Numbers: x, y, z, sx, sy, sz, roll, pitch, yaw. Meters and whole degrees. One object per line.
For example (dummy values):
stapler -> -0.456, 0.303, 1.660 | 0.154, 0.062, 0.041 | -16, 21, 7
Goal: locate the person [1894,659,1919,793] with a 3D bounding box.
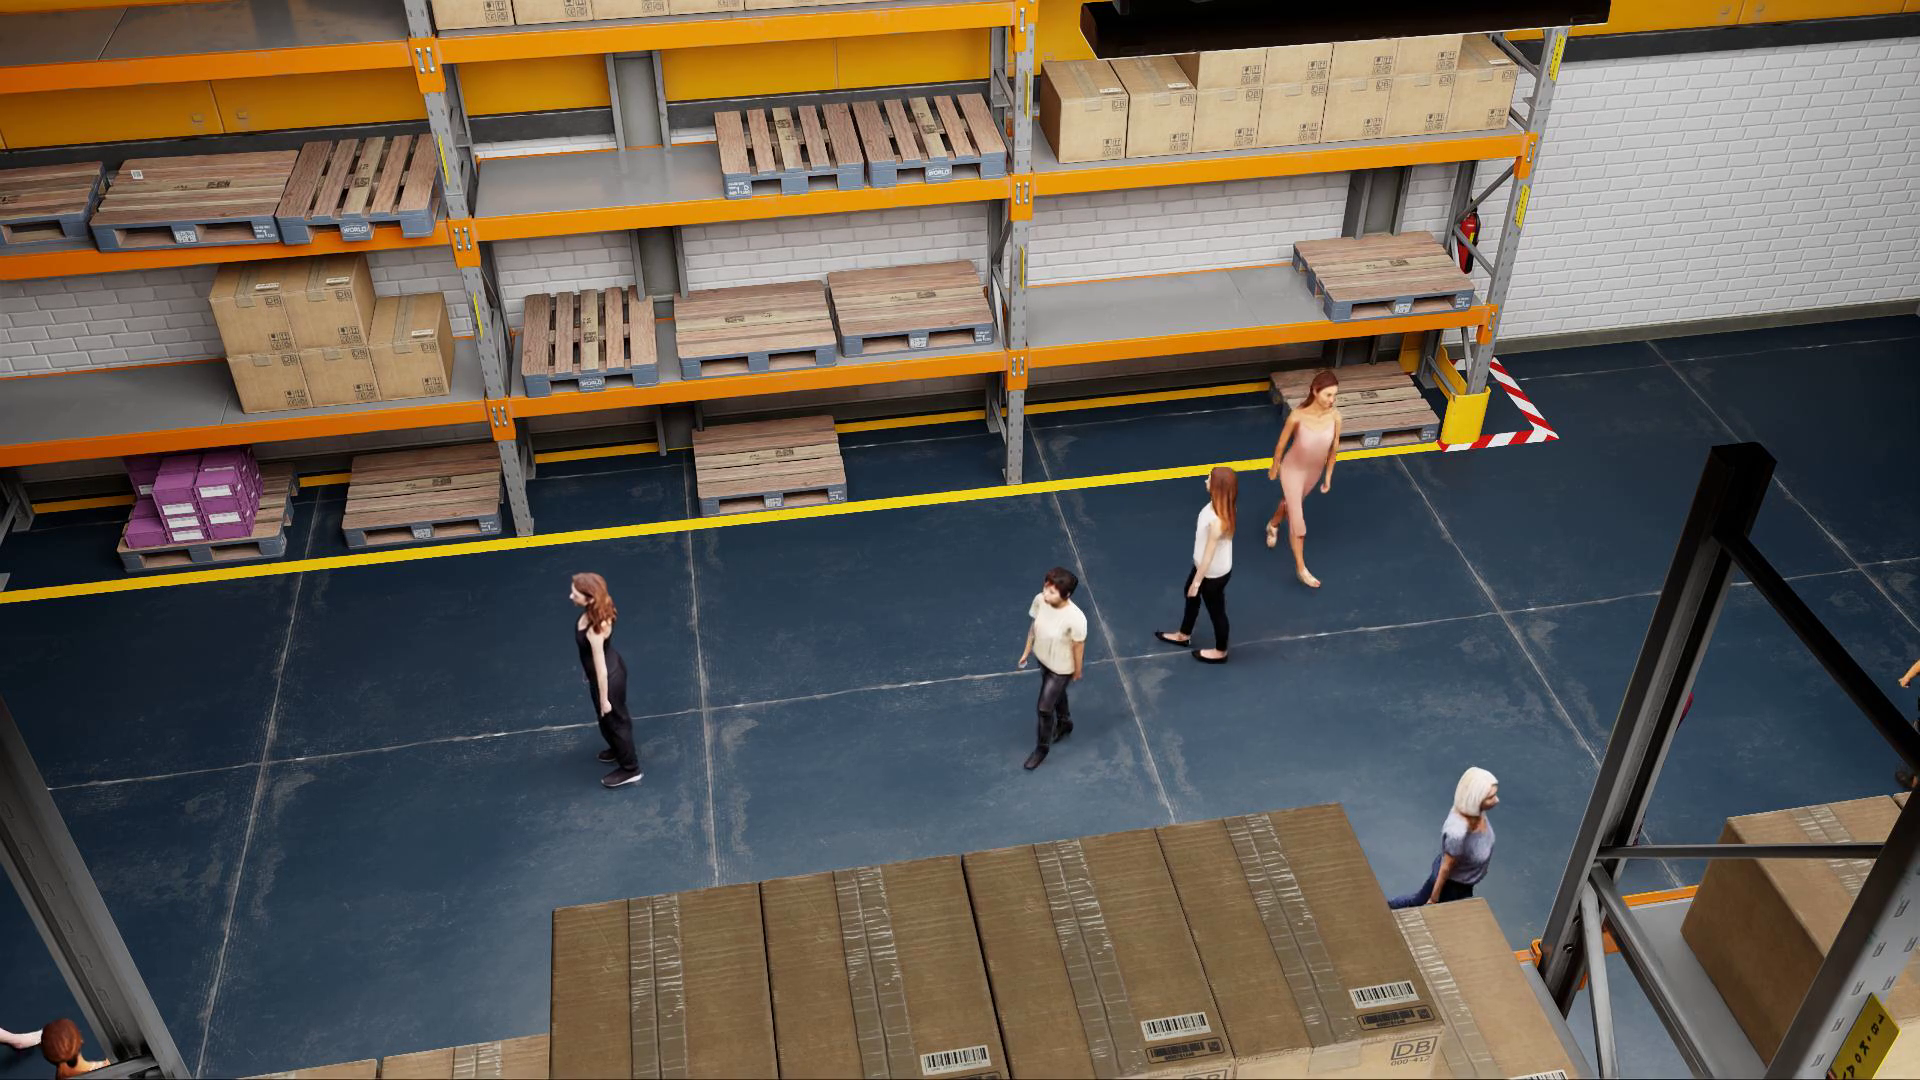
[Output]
person -> 6.404, 1.023, 10.685 | 0.833, 1.642, 0.686 | -4, 39, -5

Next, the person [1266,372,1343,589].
person -> 2.527, -0.548, 12.544 | 1.013, 1.777, 0.707 | -5, 39, -6

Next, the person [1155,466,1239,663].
person -> 1.861, 0.208, 11.651 | 0.887, 1.709, 0.776 | 8, 39, 10

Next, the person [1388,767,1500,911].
person -> 2.740, 1.908, 9.541 | 1.153, 1.686, 1.028 | 19, 43, 23

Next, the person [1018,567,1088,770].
person -> 0.686, 0.781, 11.045 | 0.839, 1.571, 0.747 | -22, 44, -25

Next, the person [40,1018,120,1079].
person -> -4.129, 2.971, 8.134 | 0.568, 1.782, 0.697 | -19, 43, -23

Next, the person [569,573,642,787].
person -> -2.280, 0.883, 10.778 | 0.537, 1.745, 0.576 | -10, 40, -12
